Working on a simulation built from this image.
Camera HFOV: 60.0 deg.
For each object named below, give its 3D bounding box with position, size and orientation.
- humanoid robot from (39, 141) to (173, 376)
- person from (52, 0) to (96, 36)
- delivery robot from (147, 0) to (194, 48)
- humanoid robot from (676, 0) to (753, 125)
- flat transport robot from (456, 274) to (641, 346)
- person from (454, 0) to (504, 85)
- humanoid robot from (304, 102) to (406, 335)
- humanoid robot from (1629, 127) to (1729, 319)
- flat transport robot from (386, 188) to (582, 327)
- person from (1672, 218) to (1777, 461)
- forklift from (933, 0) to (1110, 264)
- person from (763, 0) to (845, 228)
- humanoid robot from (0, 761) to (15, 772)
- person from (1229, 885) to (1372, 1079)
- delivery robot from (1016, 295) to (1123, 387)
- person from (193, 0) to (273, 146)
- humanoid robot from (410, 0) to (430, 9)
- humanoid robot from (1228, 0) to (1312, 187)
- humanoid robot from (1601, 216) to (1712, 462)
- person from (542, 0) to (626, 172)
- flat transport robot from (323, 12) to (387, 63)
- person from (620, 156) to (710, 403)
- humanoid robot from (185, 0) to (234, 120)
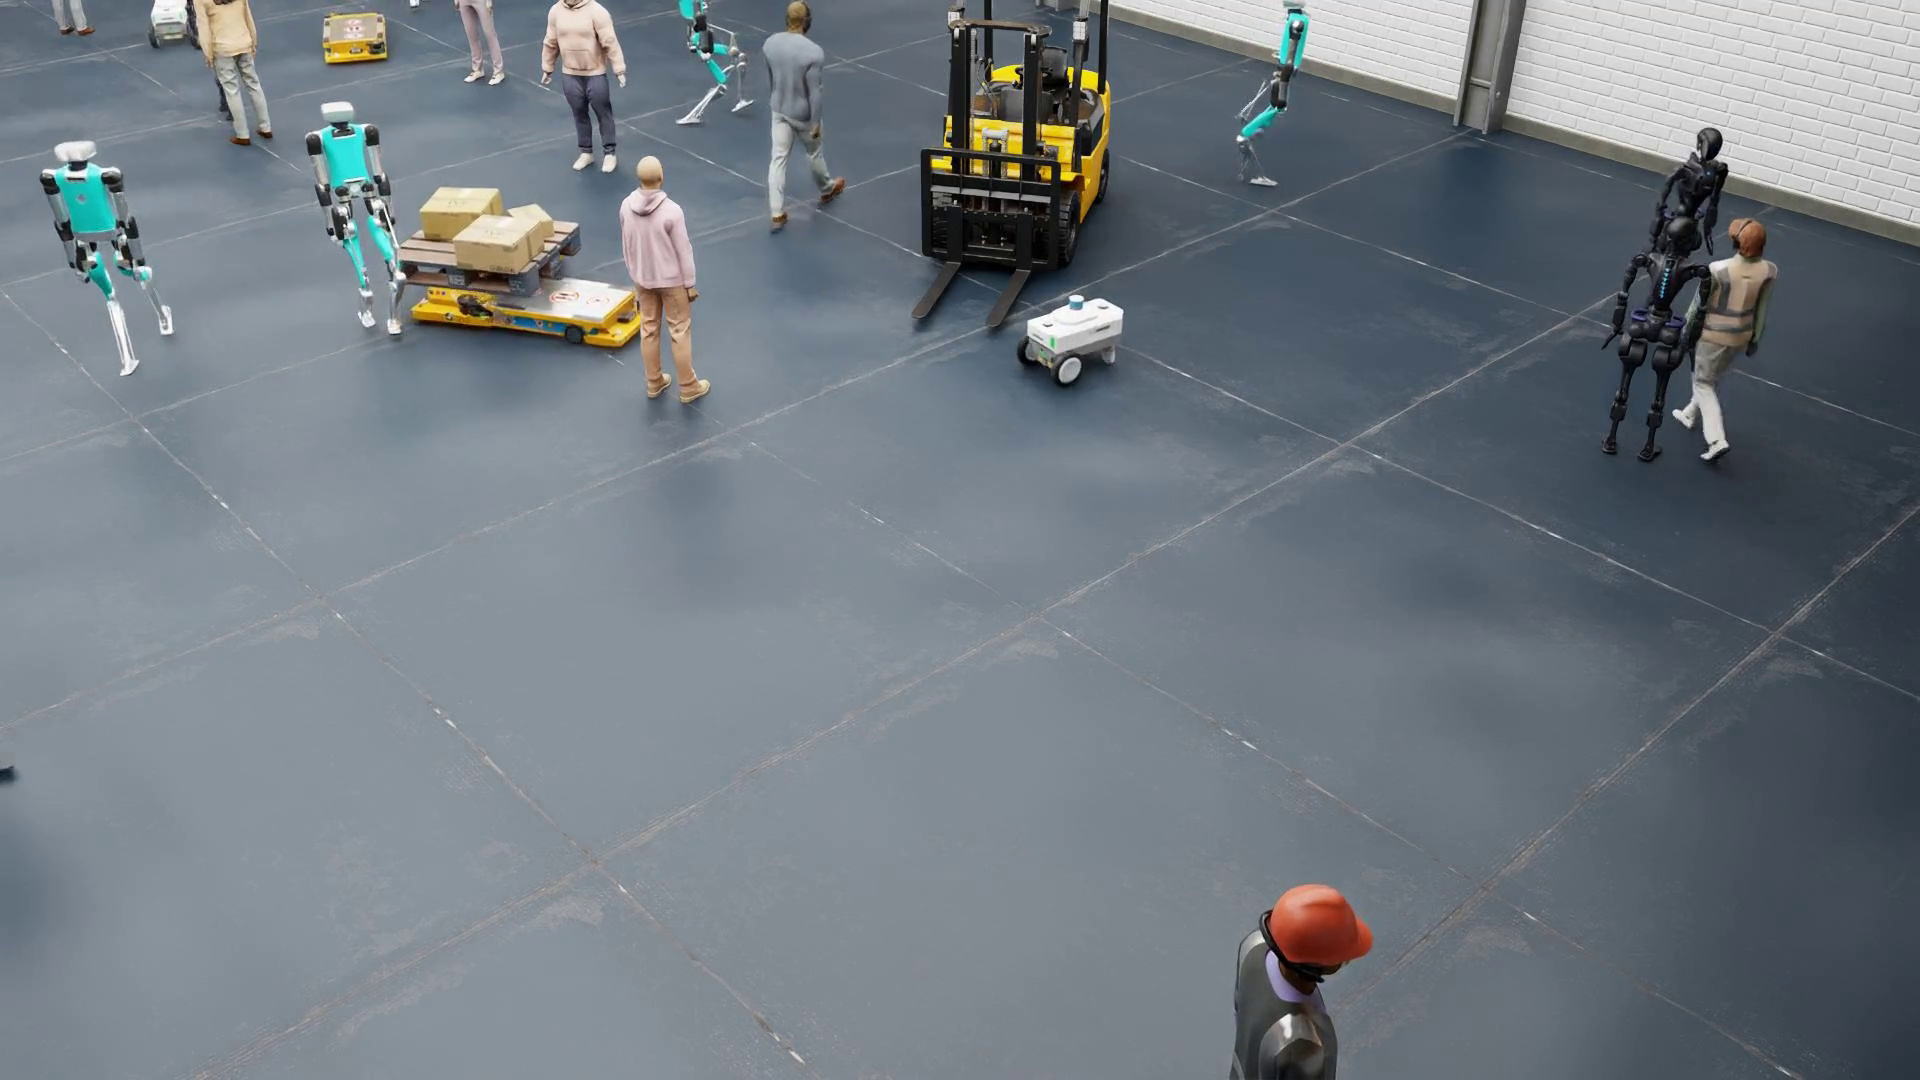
[{"bbox_3d":[-6.158,-2.172,12.168,0.542,1.765,0.955,-5,33,-8],"label":"humanoid robot"},{"bbox_3d":[-10.366,-6.628,19.098,0.469,1.644,0.332,2,33,3],"label":"person"},{"bbox_3d":[-9.069,-5.995,19.132,0.499,0.601,0.798,-10,34,-15],"label":"delivery robot"},{"bbox_3d":[-2.380,-4.993,16.546,1.019,1.769,0.535,-15,36,-22],"label":"humanoid robot"},{"bbox_3d":[-3.136,-1.802,12.942,1.431,0.231,0.659,10,34,15],"label":"flat transport robot"},{"bbox_3d":[-5.150,-5.707,17.579,0.516,1.758,0.335,13,35,19],"label":"person"},{"bbox_3d":[-4.395,-2.293,12.386,0.552,1.768,0.887,-20,38,-28],"label":"humanoid robot"},{"bbox_3d":[5.361,-2.281,12.394,0.609,1.652,0.329,-10,34,-15],"label":"humanoid robot"},{"bbox_3d":[-3.799,-2.129,13.445,0.659,0.231,1.431,7,34,11],"label":"flat transport robot"},{"bbox_3d":[5.063,-1.328,10.989,0.505,1.604,0.774,-5,33,-8],"label":"person"},{"bbox_3d":[0.570,-3.725,14.138,1.214,2.155,2.313,9,34,13],"label":"forklift"},{"bbox_3d":[-1.395,-3.712,14.406,0.649,1.877,1.037,16,36,23],"label":"person"},{"bbox_3d":[-5.169,0.566,8.022,0.580,1.639,0.612,5,33,8],"label":"humanoid robot"},{"bbox_3d":[1.082,1.926,5.590,0.374,2.044,0.604,-4,33,-7],"label":"person"},{"bbox_3d":[0.819,-1.503,12.218,0.763,0.591,0.525,-21,38,-29],"label":"delivery robot"},{"bbox_3d":[-7.012,-4.746,16.008,0.391,1.869,0.564,24,40,32],"label":"person"},{"bbox_3d":[-6.606,-7.287,20.036,0.543,1.734,1.005,-3,33,-5],"label":"humanoid robot"},{"bbox_3d":[2.739,-4.005,15.095,0.729,1.906,0.554,7,34,11],"label":"humanoid robot"},{"bbox_3d":[4.541,-1.327,10.908,0.599,1.657,0.315,17,37,25],"label":"humanoid robot"},{"bbox_3d":[-3.474,-4.355,15.416,0.814,1.856,0.436,5,33,8],"label":"person"},{"bbox_3d":[-6.917,-5.758,19.024,0.659,0.231,1.431,-9,34,-14],"label":"flat transport robot"},{"bbox_3d":[-2.073,-1.786,11.529,0.524,1.784,0.402,12,35,17],"label":"person"},{"bbox_3d":[-7.448,-5.072,16.682,0.608,1.638,0.369,4,33,6],"label":"humanoid robot"}]
